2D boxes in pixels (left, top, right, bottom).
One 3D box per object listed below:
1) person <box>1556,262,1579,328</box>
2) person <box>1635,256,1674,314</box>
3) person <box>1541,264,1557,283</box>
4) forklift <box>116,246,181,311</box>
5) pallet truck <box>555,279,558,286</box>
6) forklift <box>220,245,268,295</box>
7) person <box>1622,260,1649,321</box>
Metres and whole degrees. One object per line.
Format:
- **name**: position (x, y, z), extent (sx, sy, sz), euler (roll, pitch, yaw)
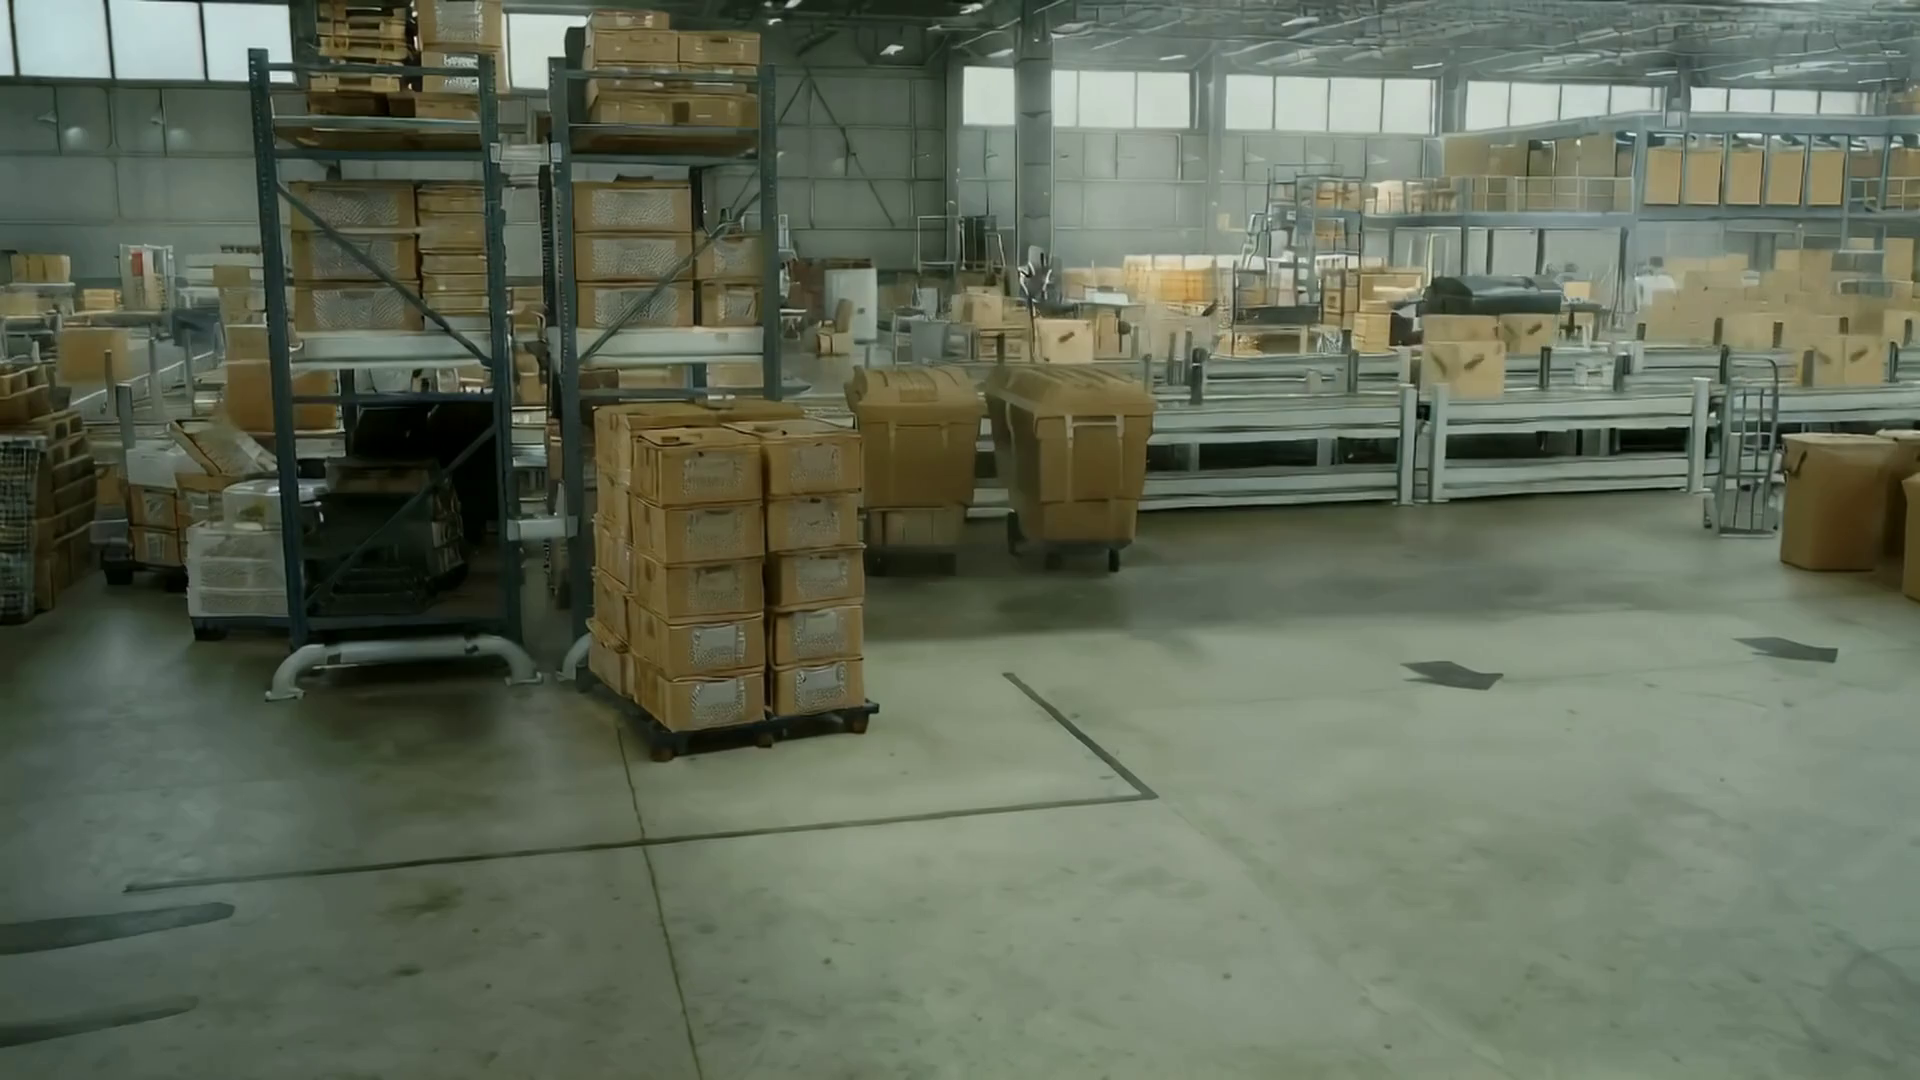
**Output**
- **person**: position (12.478, -4.763, 34.011), extent (0.613, 1.794, 0.874), euler (-5, 11, -28)
- **person**: position (11.887, -3.871, 28.465), extent (0.619, 1.953, 0.880), euler (3, 11, 19)
- **person**: position (13.879, -5.664, 39.368), extent (0.489, 1.693, 0.913), euler (-3, 10, -16)
- **forklift**: position (-19.966, -6.232, 40.894), extent (1.157, 1.987, 2.680), euler (-3, 10, -15)
- **pallet truck**: position (-10.604, -6.375, 44.520), extent (0.653, 1.274, 1.630), euler (-3, 10, -15)
- **forklift**: position (-17.749, -6.334, 41.440), extent (1.157, 1.987, 2.680), euler (-3, 10, -17)
- **person**: position (12.544, -4.225, 30.716), extent (0.551, 1.893, 0.983), euler (6, 12, 29)
